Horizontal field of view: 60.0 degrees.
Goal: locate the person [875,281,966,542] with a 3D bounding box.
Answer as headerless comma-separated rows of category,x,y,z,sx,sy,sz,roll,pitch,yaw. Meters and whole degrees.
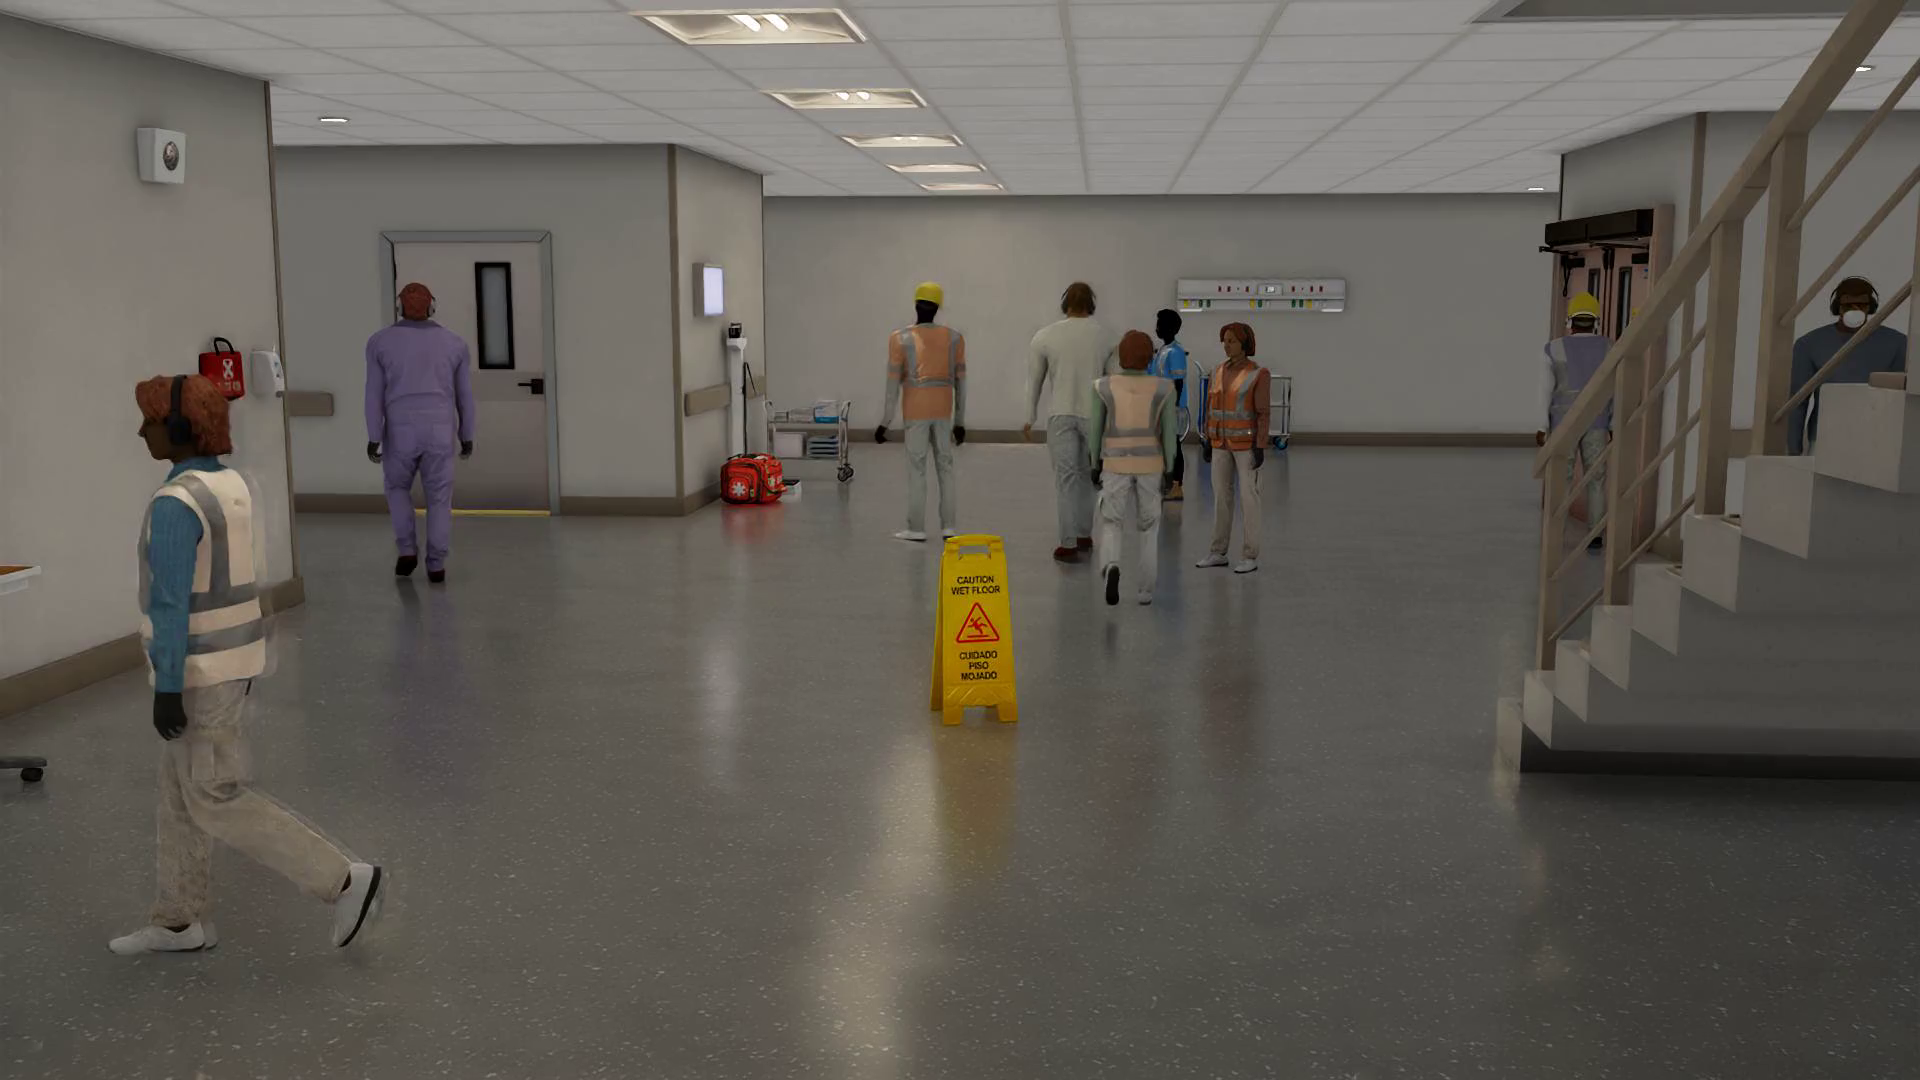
person,-0.269,-0.945,12.290,0.638,1.923,0.389,-4,9,-26

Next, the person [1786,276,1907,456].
person,5.075,-0.541,9.543,0.641,1.928,0.386,3,9,18

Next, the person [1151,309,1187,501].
person,1.841,-1.194,14.742,0.316,1.695,0.542,-1,8,-9

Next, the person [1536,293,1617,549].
person,4.428,-0.845,11.911,0.587,1.834,0.403,1,8,8

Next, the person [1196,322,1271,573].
person,1.814,-0.607,10.946,0.309,1.641,0.513,-7,11,-42

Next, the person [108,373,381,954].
person,-1.969,0.357,4.482,0.704,1.615,0.522,-1,8,-8

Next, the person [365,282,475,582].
person,-3.431,-0.682,10.587,0.680,1.890,0.505,-4,9,-24

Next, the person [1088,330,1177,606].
person,0.989,-0.395,9.588,0.517,1.625,0.607,1,8,8

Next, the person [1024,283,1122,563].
person,0.779,-0.825,11.553,0.664,1.888,0.921,0,8,-2
